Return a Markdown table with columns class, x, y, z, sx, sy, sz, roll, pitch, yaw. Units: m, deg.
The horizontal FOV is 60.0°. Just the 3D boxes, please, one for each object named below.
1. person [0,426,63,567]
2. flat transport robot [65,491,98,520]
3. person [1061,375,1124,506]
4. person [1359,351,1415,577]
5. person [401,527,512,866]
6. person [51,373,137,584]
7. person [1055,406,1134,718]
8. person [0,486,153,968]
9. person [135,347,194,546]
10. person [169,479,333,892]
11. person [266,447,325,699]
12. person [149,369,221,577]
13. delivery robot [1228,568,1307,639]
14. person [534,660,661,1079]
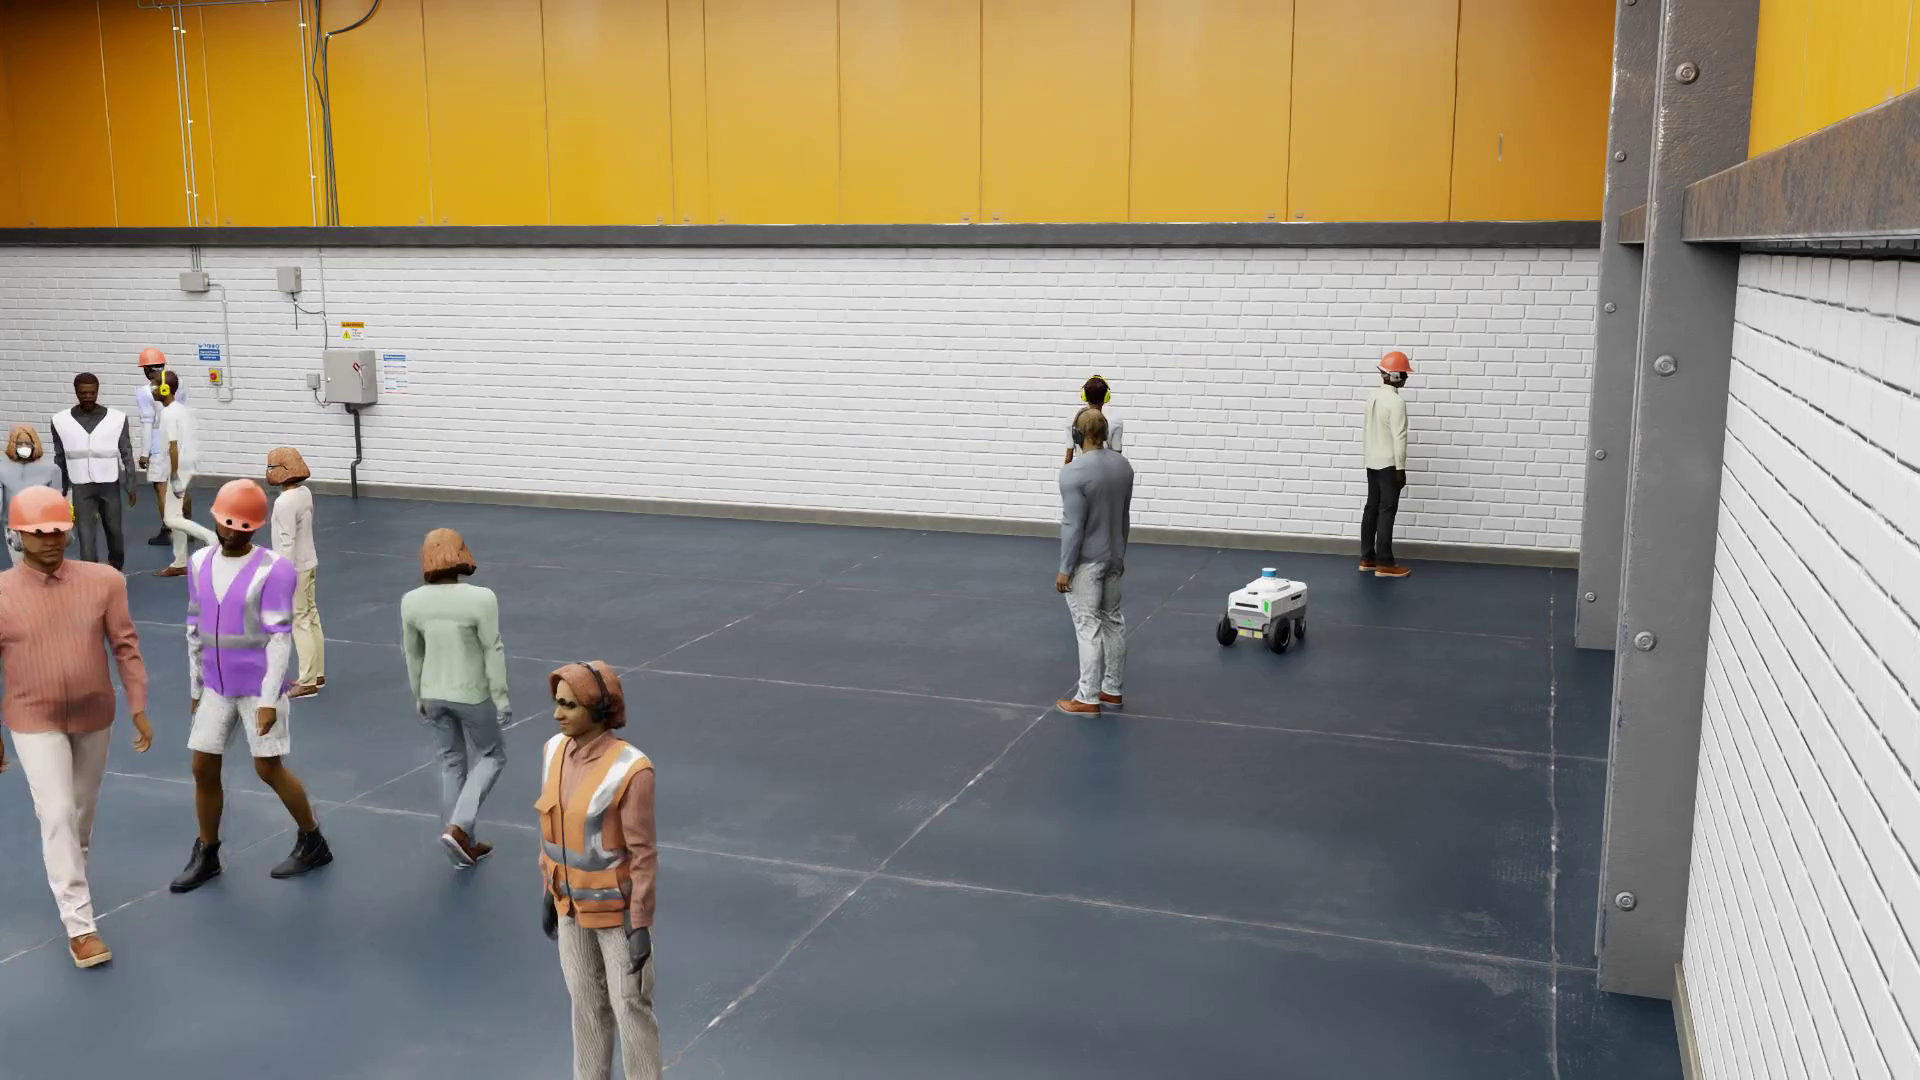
| class | x | y | z | sx | sy | sz | roll | pitch | yaw |
| --- | --- | --- | --- | --- | --- | --- | --- | --- | --- |
| person | -7.041 | -0.084 | 12.581 | 0.498 | 1.587 | 0.880 | -4 | 11 | -23 |
| flat transport robot | -9.845 | -0.385 | 17.969 | 0.652 | 0.197 | 1.431 | -8 | 13 | -38 |
| person | 1.093 | -0.407 | 13.647 | 0.571 | 1.875 | 0.414 | 3 | 11 | 17 |
| person | 3.799 | -0.677 | 14.763 | 0.396 | 1.992 | 0.622 | -3 | 10 | -14 |
| person | -2.356 | 0.750 | 7.758 | 0.530 | 1.616 | 0.412 | 3 | 10 | 15 |
| person | -7.248 | -0.473 | 13.955 | 0.607 | 1.880 | 0.915 | -5 | 11 | -24 |
| person | 0.824 | 0.139 | 10.333 | 0.372 | 1.936 | 0.629 | 9 | 14 | 42 |
| person | -3.791 | 0.725 | 7.019 | 0.614 | 1.956 | 1.019 | -10 | 14 | -43 |
| person | -7.800 | -0.909 | 16.238 | 0.376 | 1.932 | 0.551 | 4 | 11 | 21 |
| person | -3.280 | 0.656 | 7.588 | 0.588 | 1.877 | 0.602 | 3 | 11 | 17 |
| person | -4.320 | 0.208 | 10.795 | 0.278 | 1.633 | 0.507 | -1 | 10 | -6 |
| person | -6.805 | -0.577 | 14.616 | 0.623 | 1.853 | 0.526 | -2 | 10 | -13 |
| delivery robot | 2.263 | 0.449 | 12.210 | 0.477 | 0.478 | 0.707 | 7 | 12 | 36 |
| person | -1.151 | 1.179 | 5.311 | 0.514 | 1.641 | 0.312 | 8 | 13 | 38 |
